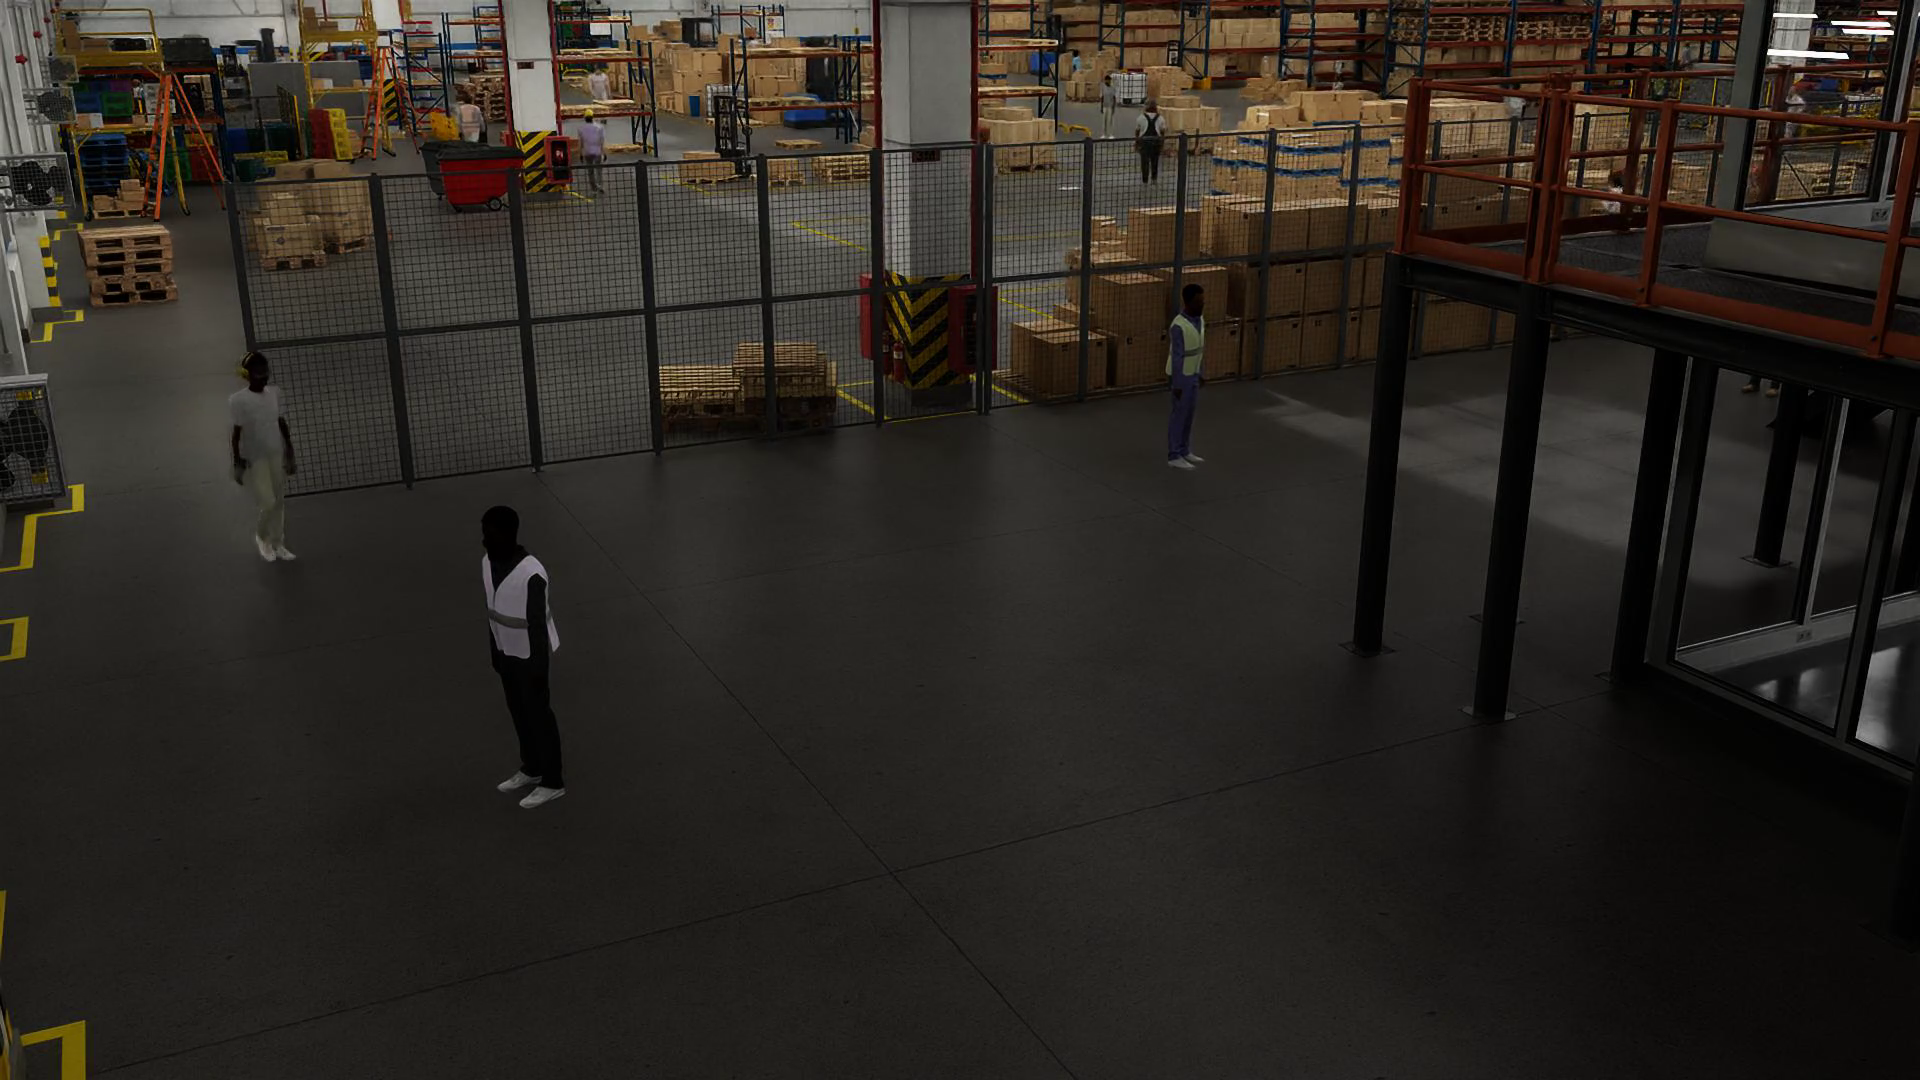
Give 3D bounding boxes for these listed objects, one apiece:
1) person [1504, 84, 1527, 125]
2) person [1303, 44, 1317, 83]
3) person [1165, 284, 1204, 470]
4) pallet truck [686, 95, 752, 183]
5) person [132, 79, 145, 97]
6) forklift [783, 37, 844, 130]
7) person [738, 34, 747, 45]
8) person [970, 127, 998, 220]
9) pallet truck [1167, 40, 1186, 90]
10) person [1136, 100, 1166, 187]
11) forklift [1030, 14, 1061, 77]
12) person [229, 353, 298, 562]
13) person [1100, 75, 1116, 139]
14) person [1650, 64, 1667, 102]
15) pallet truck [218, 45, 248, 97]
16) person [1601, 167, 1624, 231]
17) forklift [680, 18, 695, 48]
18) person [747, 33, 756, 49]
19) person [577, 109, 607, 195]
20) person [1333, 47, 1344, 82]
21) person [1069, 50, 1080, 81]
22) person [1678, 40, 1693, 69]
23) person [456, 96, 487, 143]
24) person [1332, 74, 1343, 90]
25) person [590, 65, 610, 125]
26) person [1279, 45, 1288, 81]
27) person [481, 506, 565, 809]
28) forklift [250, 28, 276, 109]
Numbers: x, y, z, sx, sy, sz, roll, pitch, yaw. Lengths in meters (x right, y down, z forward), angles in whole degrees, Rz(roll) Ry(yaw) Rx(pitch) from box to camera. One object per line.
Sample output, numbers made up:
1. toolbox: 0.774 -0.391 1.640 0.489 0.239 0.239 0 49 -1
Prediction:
1. person: 15.556 -11.917 46.674 0.632 1.907 1.009 2 19 6
2. person: 14.560 -19.717 69.329 1.007 1.882 0.653 -17 25 -40
3. person: 2.302 -1.675 17.000 0.395 1.913 0.592 11 22 29
4. pallet truck: -5.836 -9.608 39.856 0.823 1.965 1.885 10 22 27
5. person: -25.367 -13.405 51.418 0.523 1.631 0.323 6 20 17
6. forklift: -4.598 -14.447 52.549 1.873 2.768 1.129 -10 21 -27
7. person: -10.409 -22.991 78.781 0.688 1.918 0.559 3 19 8
8. person: 0.503 -7.405 33.655 0.601 1.867 0.432 -14 23 -35
9. pallet truck: 9.045 -19.971 69.895 0.823 1.965 1.885 -3 19 -8
10. person: 4.468 -9.373 39.107 0.686 2.000 1.071 1 19 2
11. forklift: 4.310 -23.056 77.505 1.873 2.768 1.129 -9 21 -25
12. person: -5.931 -0.688 14.217 0.418 1.854 0.562 11 22 30
13. person: 4.428 -12.945 49.743 0.526 1.860 0.333 15 24 37
14. person: 24.537 -15.848 58.413 0.535 1.678 0.665 14 23 35
15. pallet truck: -28.879 -18.665 66.111 0.823 1.965 1.885 -3 19 -9
16. person: 10.695 -5.137 27.123 0.892 1.856 0.584 2 19 5
17. forklift: -11.773 -21.184 72.079 1.873 2.768 1.129 -9 21 -25
18. person: -9.940 -23.182 79.333 0.531 1.917 0.627 11 22 29
19. person: -8.302 -8.752 37.529 0.630 1.898 0.490 -4 19 -11
20. person: 16.241 -20.218 71.117 0.836 1.665 0.537 -9 21 -24
21. person: 4.715 -19.344 68.555 0.520 1.676 0.549 9 21 25
22. person: 33.200 -22.062 76.224 0.610 1.815 0.620 -9 21 -25
23. person: -12.577 -10.541 42.893 0.647 1.778 0.992 2 19 5
24. person: 12.224 -14.276 53.945 0.319 1.629 0.507 -7 20 -19
25. person: -11.745 -14.534 54.325 0.620 1.877 1.068 -2 19 -7
26. person: 12.919 -18.844 66.715 0.362 1.939 0.543 -8 21 -23
27. person: -2.666 0.692 10.139 0.584 1.911 0.391 17 25 40
28. forklift: -24.737 -16.946 59.793 1.873 2.768 1.129 -9 21 -25
